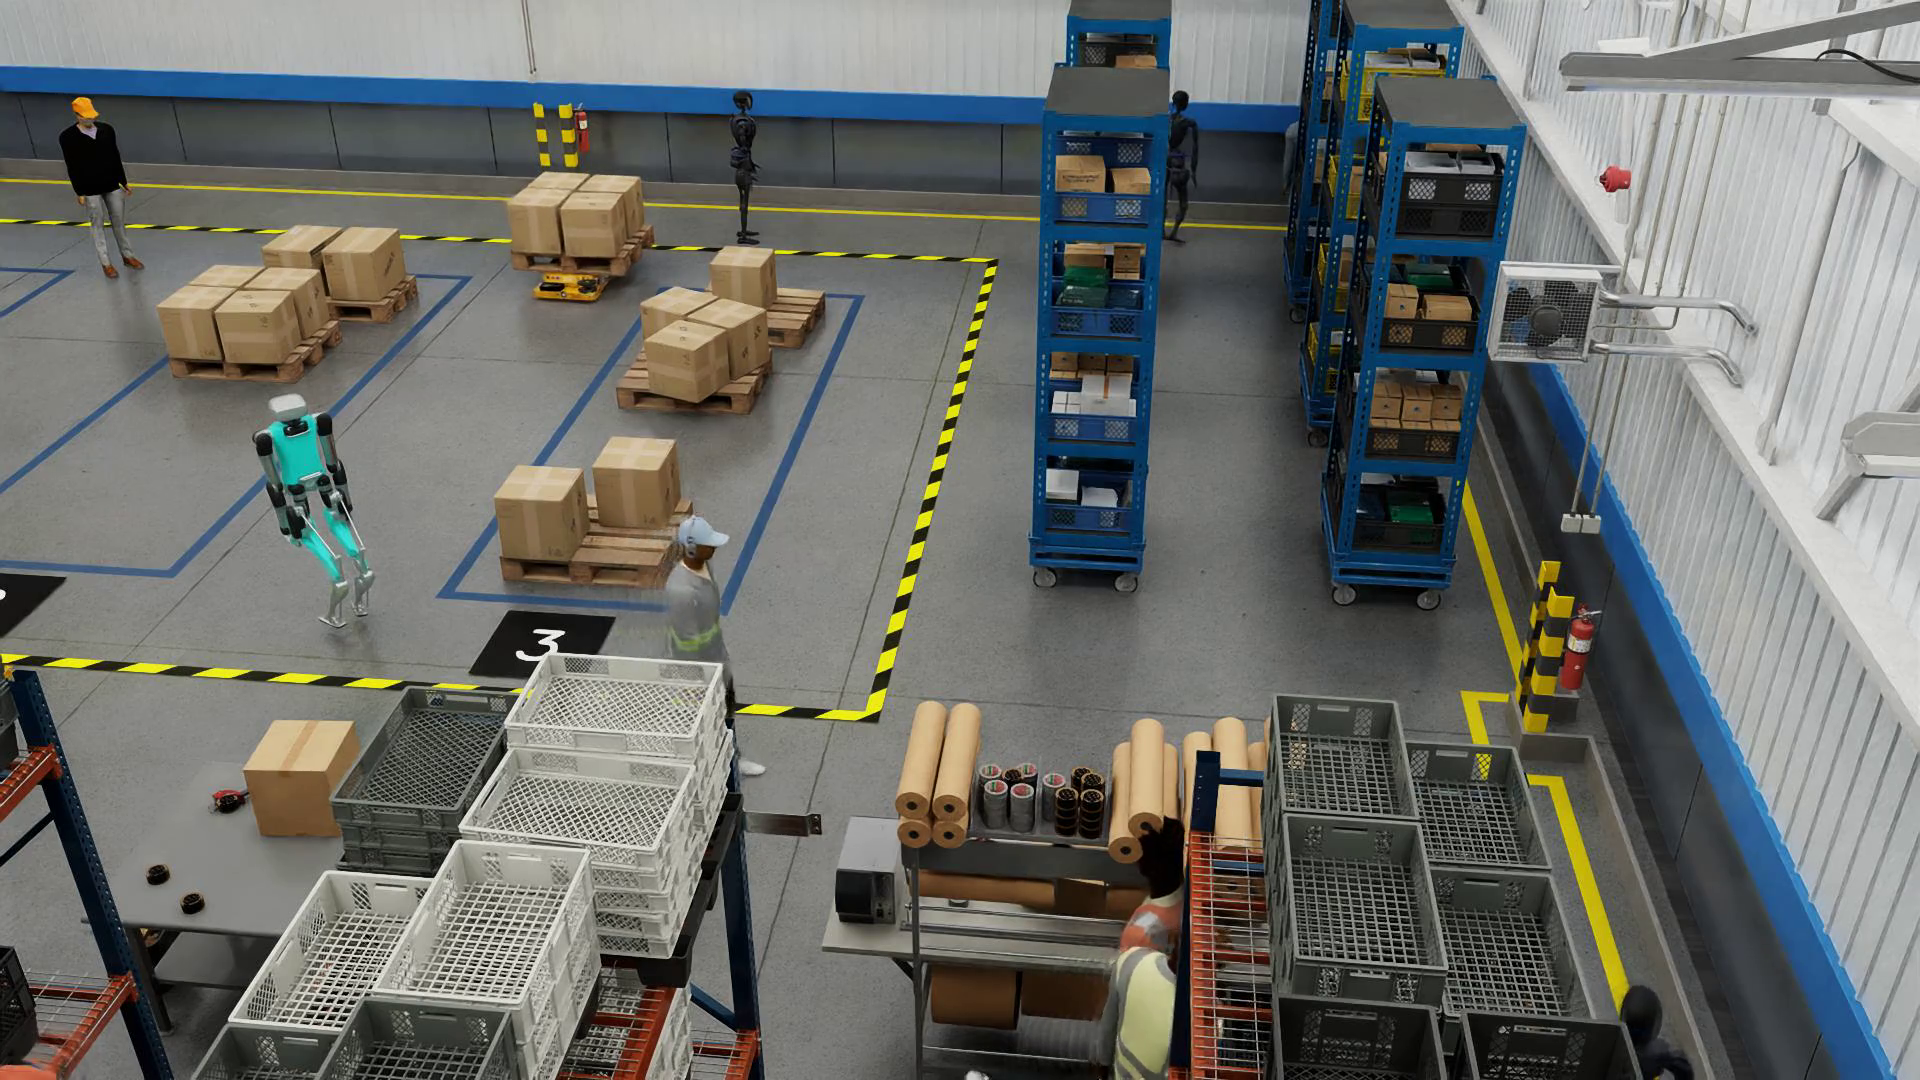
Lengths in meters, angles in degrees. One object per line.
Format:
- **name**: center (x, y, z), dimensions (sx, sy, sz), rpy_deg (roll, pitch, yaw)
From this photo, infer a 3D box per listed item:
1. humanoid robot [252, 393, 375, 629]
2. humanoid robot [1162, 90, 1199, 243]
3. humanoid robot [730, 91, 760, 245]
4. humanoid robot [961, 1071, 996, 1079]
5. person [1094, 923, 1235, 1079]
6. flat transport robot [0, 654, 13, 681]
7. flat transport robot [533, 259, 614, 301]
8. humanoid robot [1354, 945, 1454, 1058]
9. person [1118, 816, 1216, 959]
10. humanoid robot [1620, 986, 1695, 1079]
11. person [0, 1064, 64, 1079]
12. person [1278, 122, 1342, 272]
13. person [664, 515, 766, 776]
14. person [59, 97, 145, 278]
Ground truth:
- **humanoid robot**: center (-4.312, -0.139, 11.319), dimensions (0.533, 1.677, 0.735), rpy_deg (-26, 39, -37)
- **humanoid robot**: center (2.330, -4.099, 18.323), dimensions (0.613, 1.645, 0.473), rpy_deg (21, 36, 32)
- **humanoid robot**: center (-2.366, -4.123, 18.342), dimensions (0.315, 1.655, 0.599), rpy_deg (-2, 30, -3)
- **humanoid robot**: center (-0.051, 2.910, 6.251), dimensions (0.542, 1.782, 0.903), rpy_deg (13, 33, 21)
- **person**: center (0.882, 2.342, 7.119), dimensions (0.462, 1.812, 0.644), rpy_deg (-18, 34, -27)
- **flat transport robot**: center (-7.142, 0.969, 11.010), dimensions (1.431, 0.231, 0.659), rpy_deg (3, 30, 6)
- **flat transport robot**: center (-3.964, -2.905, 17.635), dimensions (0.652, 0.197, 1.431), rpy_deg (4, 30, 7)
- **humanoid robot**: center (2.032, 2.211, 7.490), dimensions (0.603, 1.648, 0.538), rpy_deg (-15, 33, -24)
- **person**: center (0.885, 2.049, 7.467), dimensions (0.370, 1.965, 0.606), rpy_deg (21, 36, 32)
- **humanoid robot**: center (2.757, 2.484, 7.073), dimensions (0.599, 1.650, 0.763), rpy_deg (8, 31, 13)
- **person**: center (-3.227, 2.697, 6.317), dimensions (0.660, 2.009, 0.411), rpy_deg (-23, 37, -34)
- **person**: center (3.671, -3.732, 17.435), dimensions (0.646, 1.934, 0.375), rpy_deg (0, 30, -1)
- **person**: center (-1.589, 0.665, 9.974), dimensions (0.680, 1.835, 0.596), rpy_deg (6, 31, 11)
- **person**: center (-9.004, -3.708, 17.443), dimensions (0.381, 1.879, 0.585), rpy_deg (21, 36, 32)
